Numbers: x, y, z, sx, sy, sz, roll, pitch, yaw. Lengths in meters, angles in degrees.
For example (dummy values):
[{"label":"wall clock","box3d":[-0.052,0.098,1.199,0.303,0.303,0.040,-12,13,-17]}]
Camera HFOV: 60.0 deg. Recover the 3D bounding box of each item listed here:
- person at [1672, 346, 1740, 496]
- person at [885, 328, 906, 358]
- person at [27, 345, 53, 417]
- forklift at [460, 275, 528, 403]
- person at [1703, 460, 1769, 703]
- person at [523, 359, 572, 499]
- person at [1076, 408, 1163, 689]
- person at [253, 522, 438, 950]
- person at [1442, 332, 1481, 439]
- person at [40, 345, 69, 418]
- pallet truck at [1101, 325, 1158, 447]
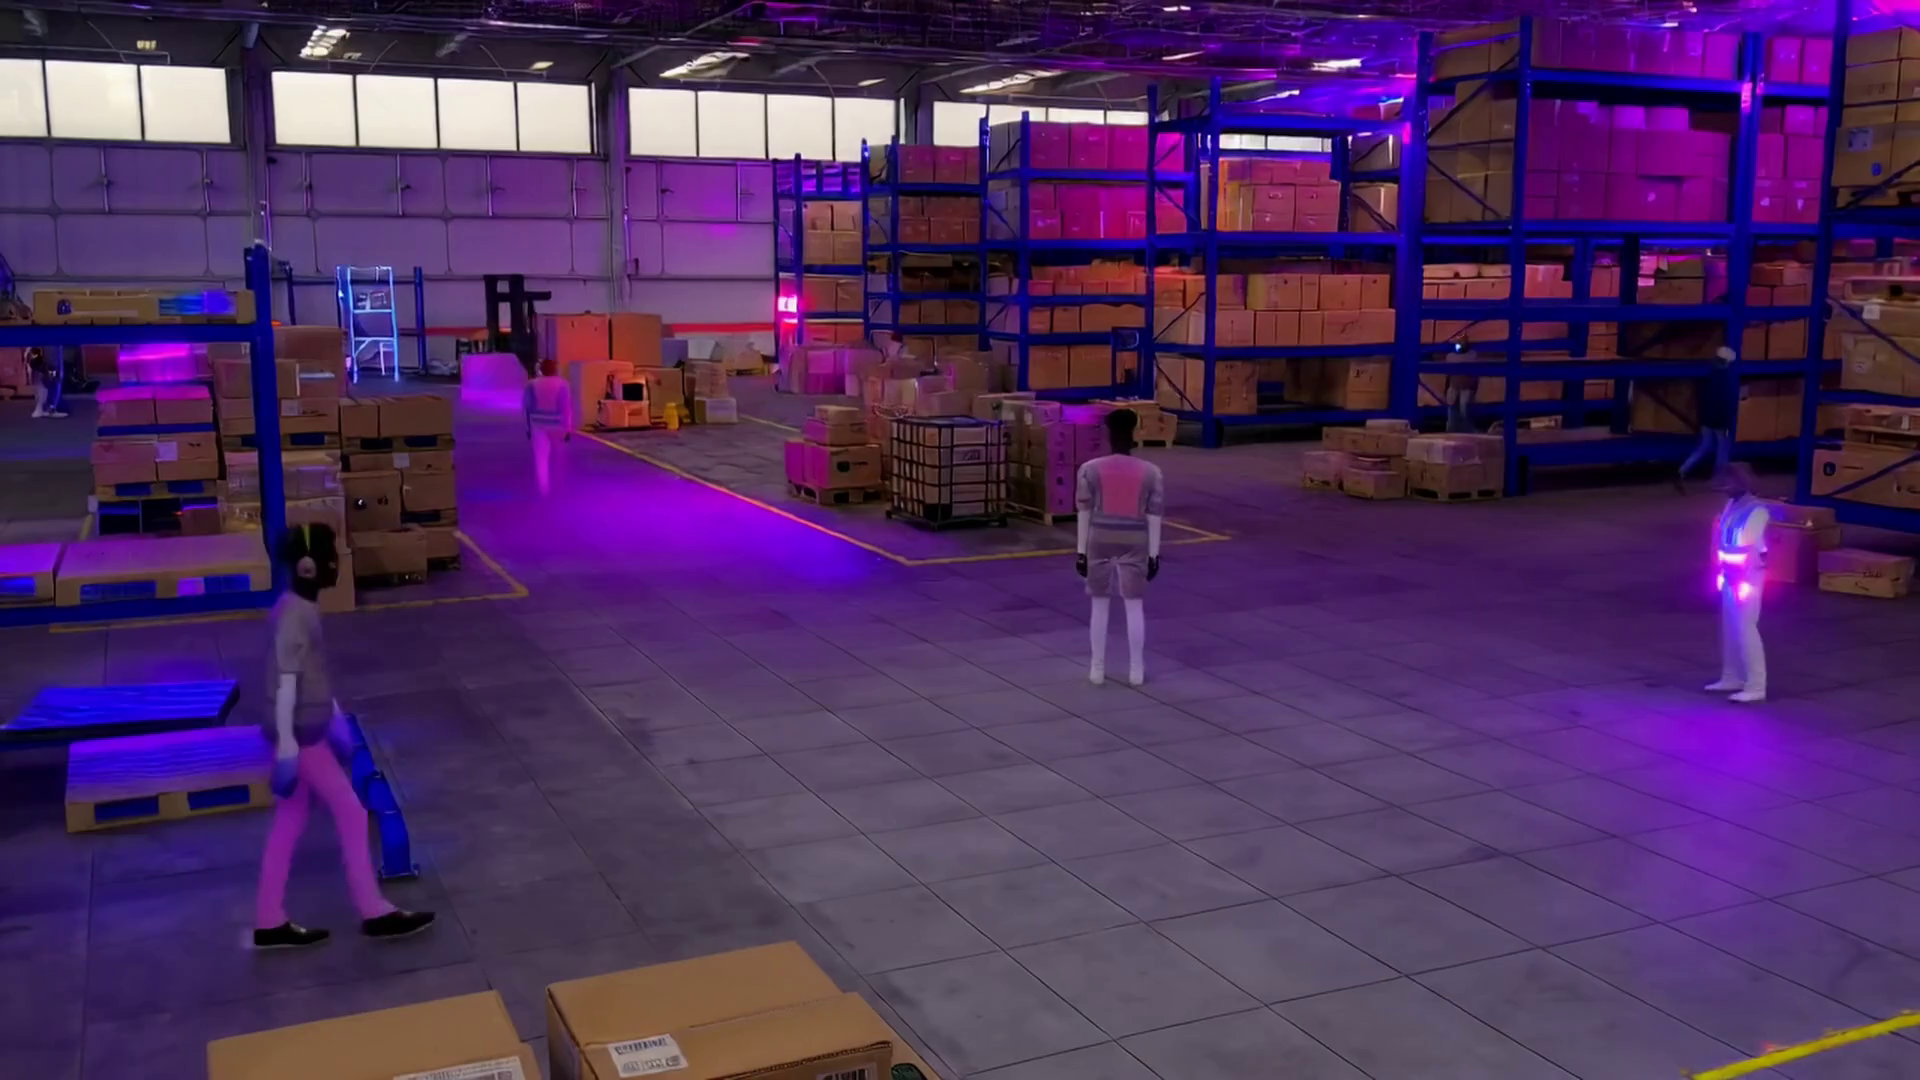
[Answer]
[{"label":"person","box3d":[9.630,-1.508,21.345,0.741,1.957,0.632,-4,10,-26]},{"label":"person","box3d":[-1.383,-3.769,36.152,0.547,1.682,0.521,5,10,26]},{"label":"person","box3d":[-18.324,-3.398,33.110,0.542,1.930,0.366,2,9,10]},{"label":"forklift","box3d":[-10.136,-4.508,37.056,1.129,2.768,1.873,6,11,31]},{"label":"person","box3d":[5.292,0.270,11.270,0.382,1.632,0.542,0,9,3]},{"label":"person","box3d":[-5.302,-1.437,21.426,0.620,1.789,1.011,-2,9,-11]},{"label":"person","box3d":[1.103,0.066,11.552,0.598,1.958,0.378,0,9,-1]},{"label":"person","box3d":[-2.658,0.839,7.102,0.856,1.835,0.529,-4,10,-22]},{"label":"person","box3d":[8.115,-2.419,27.083,0.653,1.904,0.875,9,13,44]},{"label":"person","box3d":[-18.033,-3.387,33.072,0.363,1.929,0.628,-1,9,-8]},{"label":"pallet truck","box3d":[2.881,-2.596,27.923,0.823,1.965,1.885,-1,9,-7]}]
